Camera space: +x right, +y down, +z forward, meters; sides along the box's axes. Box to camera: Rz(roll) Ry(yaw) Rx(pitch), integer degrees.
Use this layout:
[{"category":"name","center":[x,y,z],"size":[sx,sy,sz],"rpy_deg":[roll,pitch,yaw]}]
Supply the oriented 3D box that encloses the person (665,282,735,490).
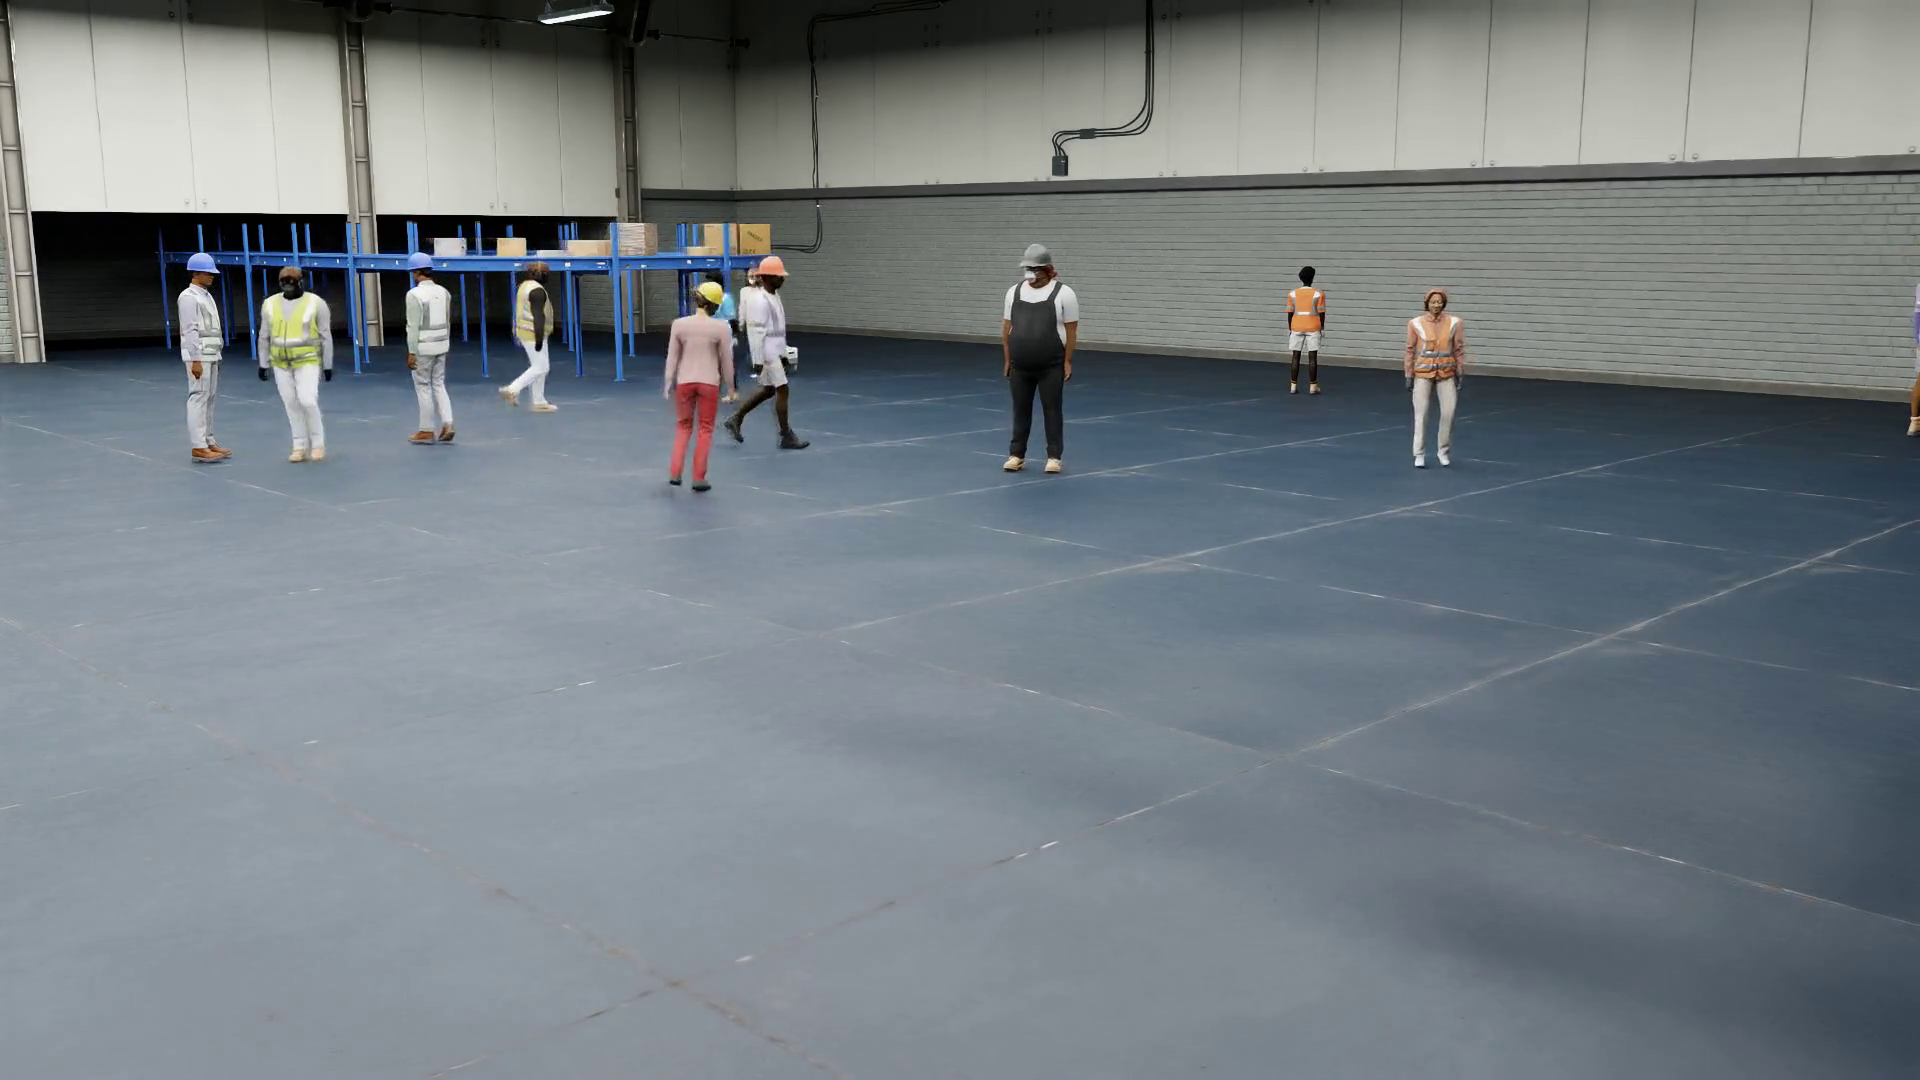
[{"category":"person","center":[-2.158,-1.284,13.878],"size":[0.543,1.725,0.488],"rpy_deg":[2,11,9]}]

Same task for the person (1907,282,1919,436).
[{"category":"person","center":[10.287,-2.100,17.469],"size":[0.385,2.045,0.605],"rpy_deg":[-1,10,-7]}]

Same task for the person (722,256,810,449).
[{"category":"person","center":[-1.970,-1.873,16.600],"size":[0.860,1.915,0.545],"rpy_deg":[1,10,5]}]

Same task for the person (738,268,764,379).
[{"category":"person","center":[-3.043,-3.216,24.707],"size":[0.501,1.623,0.358],"rpy_deg":[5,11,24]}]

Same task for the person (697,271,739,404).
[{"category":"person","center":[-3.101,-2.529,20.861],"size":[0.808,1.662,0.545],"rpy_deg":[-8,13,-36]}]

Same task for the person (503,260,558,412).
[{"category":"person","center":[-5.153,-2.420,19.844],"size":[0.605,1.819,0.647],"rpy_deg":[-5,12,-27]}]

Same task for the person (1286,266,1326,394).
[{"category":"person","center":[4.644,-2.816,22.316],"size":[0.535,1.700,0.318],"rpy_deg":[5,11,24]}]

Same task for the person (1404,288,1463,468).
[{"category":"person","center":[4.329,-1.485,15.228],"size":[0.544,1.633,0.319],"rpy_deg":[0,10,2]}]

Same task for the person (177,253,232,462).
[{"category":"person","center":[-7.130,-1.724,15.690],"size":[0.405,1.943,0.613],"rpy_deg":[-2,11,-8]}]

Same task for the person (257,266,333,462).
[{"category":"person","center":[-6.208,-1.629,15.517],"size":[0.630,1.821,0.520],"rpy_deg":[1,10,3]}]

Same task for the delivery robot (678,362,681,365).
[{"category":"delivery robot","center":[-3.502,-2.409,22.373],"size":[0.698,0.223,0.335],"rpy_deg":[-2,11,-11]}]

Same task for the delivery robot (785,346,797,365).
[{"category":"delivery robot","center":[-2.764,-2.806,25.243],"size":[0.477,0.478,0.707],"rpy_deg":[5,11,24]}]

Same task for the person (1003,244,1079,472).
[{"category":"person","center":[0.688,-1.606,14.899],"size":[0.684,2.000,0.536],"rpy_deg":[4,11,21]}]

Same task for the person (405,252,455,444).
[{"category":"person","center":[-5.395,-1.944,16.923],"size":[0.545,1.937,0.625],"rpy_deg":[4,11,21]}]
